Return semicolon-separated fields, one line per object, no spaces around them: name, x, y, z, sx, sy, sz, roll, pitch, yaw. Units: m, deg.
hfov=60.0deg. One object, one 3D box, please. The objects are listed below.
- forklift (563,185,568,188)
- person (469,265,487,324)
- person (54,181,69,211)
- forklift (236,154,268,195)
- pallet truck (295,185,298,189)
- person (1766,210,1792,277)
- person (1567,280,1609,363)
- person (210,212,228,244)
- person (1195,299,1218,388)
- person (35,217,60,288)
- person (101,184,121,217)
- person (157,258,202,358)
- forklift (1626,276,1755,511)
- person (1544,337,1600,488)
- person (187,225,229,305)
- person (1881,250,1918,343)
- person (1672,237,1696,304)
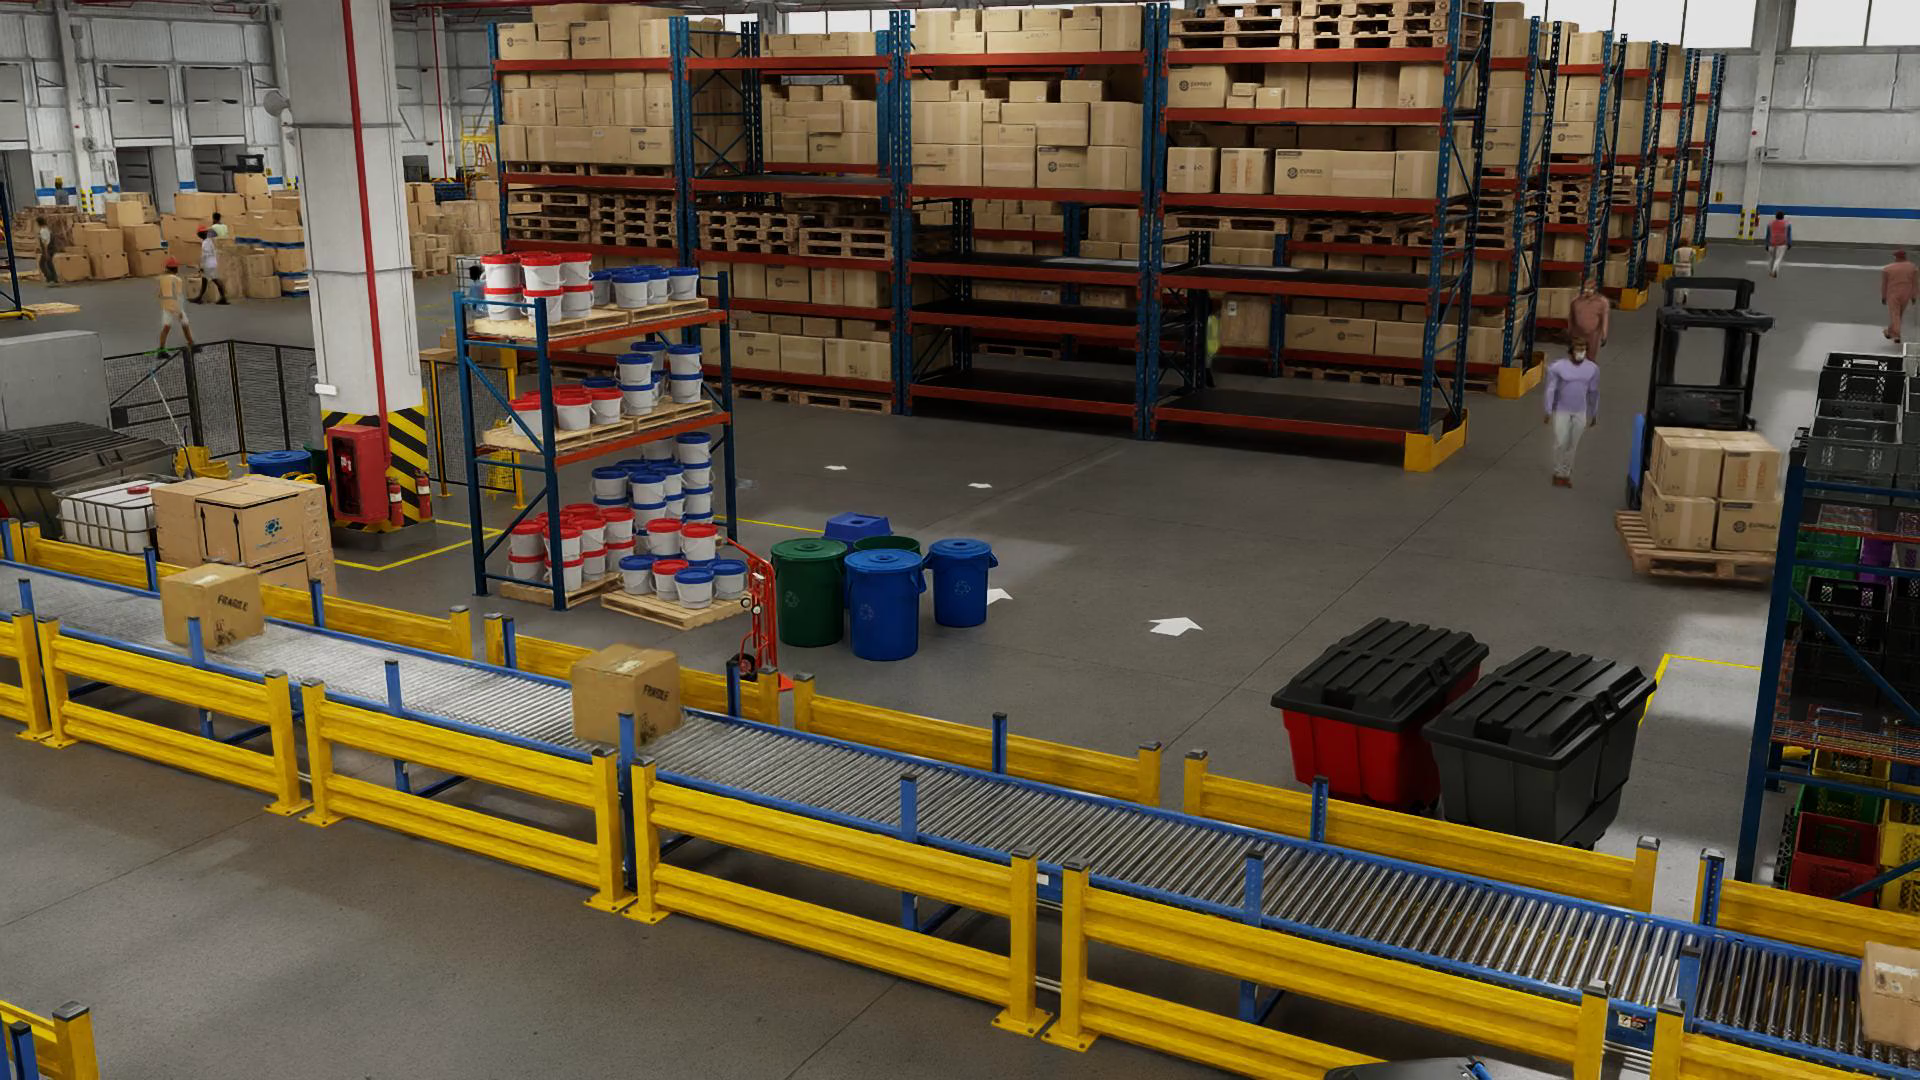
forklift;-14.755;-13.448;63.654;1.873;2.768;1.129;8;17;28
person;-9.284;-4.472;32.201;0.552;1.680;0.541;0;15;-1
person;-31.899;-11.762;59.123;0.355;1.936;0.635;3;15;10
forklift;-25.676;-12.614;60.518;1.873;2.768;1.129;8;17;28
pallet truck;-26.804;-14.617;69.738;1.885;1.965;0.823;-14;20;-42
person;22.488;-8.142;45.748;0.623;1.818;0.860;10;18;33
person;10.513;-3.421;27.912;0.660;1.851;0.999;7;17;26
person;-19.419;-7.647;43.735;0.412;1.905;0.612;3;15;9
person;3.966;-3.081;26.975;0.502;1.676;0.545;7;16;25
person;-23.753;-7.468;43.199;0.536;1.818;0.545;-4;15;-14
person;-29.723;-11.514;58.301;0.646;1.887;1.019;-8;17;-28
person;-14.957;-4.412;31.614;0.562;1.888;1.011;3;15;12
forklift;8.498;-1.633;19.238;1.129;2.768;1.873;4;15;15
person;7.692;-1.581;20.866;0.654;1.925;0.515;0;15;-1
person;-17.937;-6.501;39.435;0.965;1.881;0.584;-7;16;-23
person;19.012;-4.947;33.726;0.649;1.828;1.022;3;15;11
person;17.245;-6.417;39.648;0.524;1.609;0.561;4;15;15
